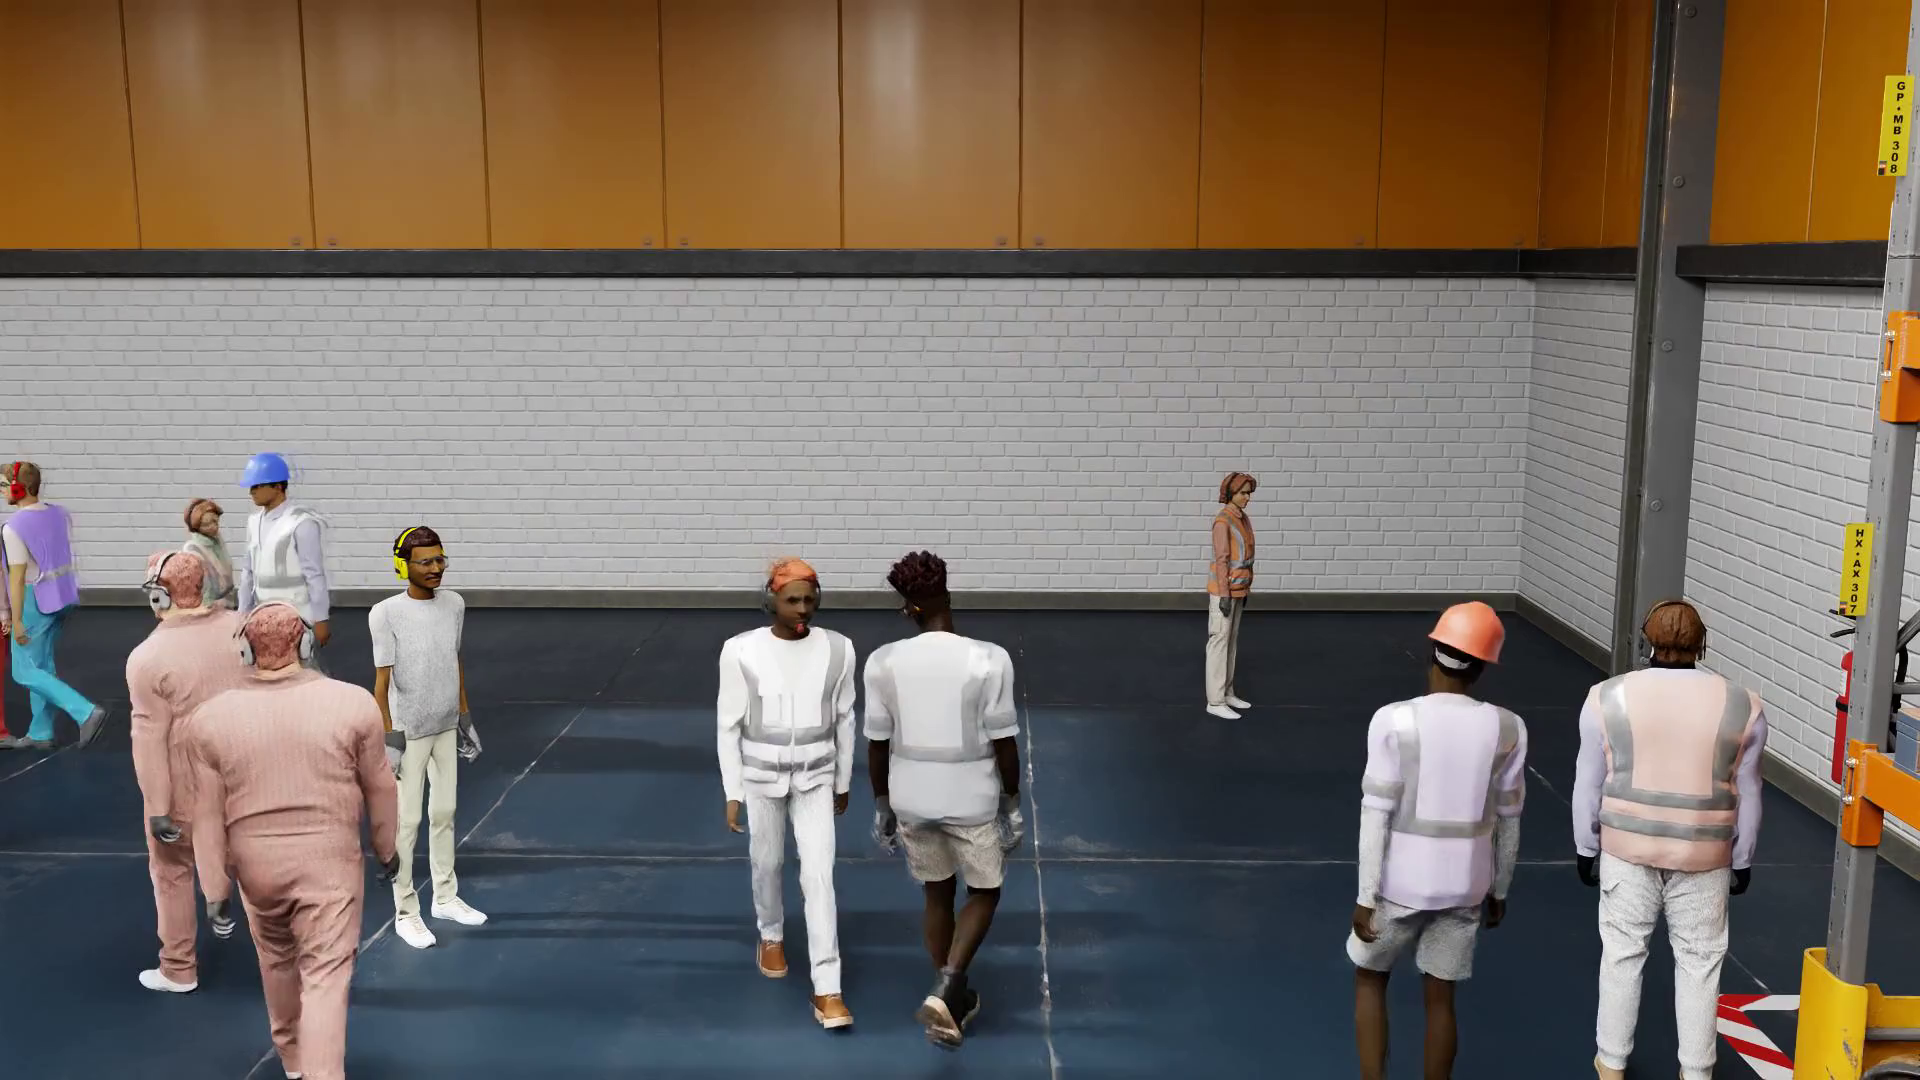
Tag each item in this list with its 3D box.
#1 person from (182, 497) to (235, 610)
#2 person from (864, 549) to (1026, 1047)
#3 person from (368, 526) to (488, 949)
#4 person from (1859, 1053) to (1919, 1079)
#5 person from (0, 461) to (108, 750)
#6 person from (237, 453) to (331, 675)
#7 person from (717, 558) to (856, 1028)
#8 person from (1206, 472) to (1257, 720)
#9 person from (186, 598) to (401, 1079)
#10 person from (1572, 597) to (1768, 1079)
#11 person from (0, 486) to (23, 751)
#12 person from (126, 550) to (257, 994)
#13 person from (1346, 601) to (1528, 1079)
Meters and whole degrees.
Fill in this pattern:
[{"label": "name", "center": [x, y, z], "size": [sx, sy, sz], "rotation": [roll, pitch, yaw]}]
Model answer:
[{"label": "person", "center": [-4.604, 0.517, 10.290], "size": [0.538, 1.603, 0.584], "rotation": [0, 9, 2]}, {"label": "person", "center": [-0.083, 1.009, 6.351], "size": [0.633, 1.930, 0.619], "rotation": [3, 10, 18]}, {"label": "person", "center": [-2.372, 0.859, 7.437], "size": [0.329, 1.872, 0.511], "rotation": [6, 11, 32]}, {"label": "person", "center": [1.431, 1.674, 2.657], "size": [0.507, 1.838, 0.351], "rotation": [4, 10, 21]}, {"label": "person", "center": [-5.604, 0.420, 10.193], "size": [0.642, 1.827, 0.575], "rotation": [0, 9, 1]}, {"label": "person", "center": [-4.096, 0.443, 9.813], "size": [0.634, 1.900, 0.948], "rotation": [8, 12, 39]}, {"label": "person", "center": [-0.693, 0.992, 6.779], "size": [0.576, 1.836, 0.937], "rotation": [-2, 10, -12]}, {"label": "person", "center": [1.808, 0.361, 11.120], "size": [0.314, 1.636, 0.514], "rotation": [4, 10, 25]}, {"label": "person", "center": [-2.312, 1.140, 5.807], "size": [0.646, 1.865, 0.963], "rotation": [-2, 10, -10]}, {"label": "person", "center": [2.539, 1.118, 6.012], "size": [0.628, 1.838, 0.429], "rotation": [4, 10, 21]}, {"label": "person", "center": [-6.049, 0.424, 10.354], "size": [0.533, 1.767, 0.326], "rotation": [6, 11, 33]}, {"label": "person", "center": [-3.028, 0.968, 6.763], "size": [0.799, 1.878, 0.649], "rotation": [5, 11, 29]}, {"label": "person", "center": [1.596, 1.152, 5.608], "size": [0.610, 1.893, 0.482], "rotation": [0, 9, -2]}]
